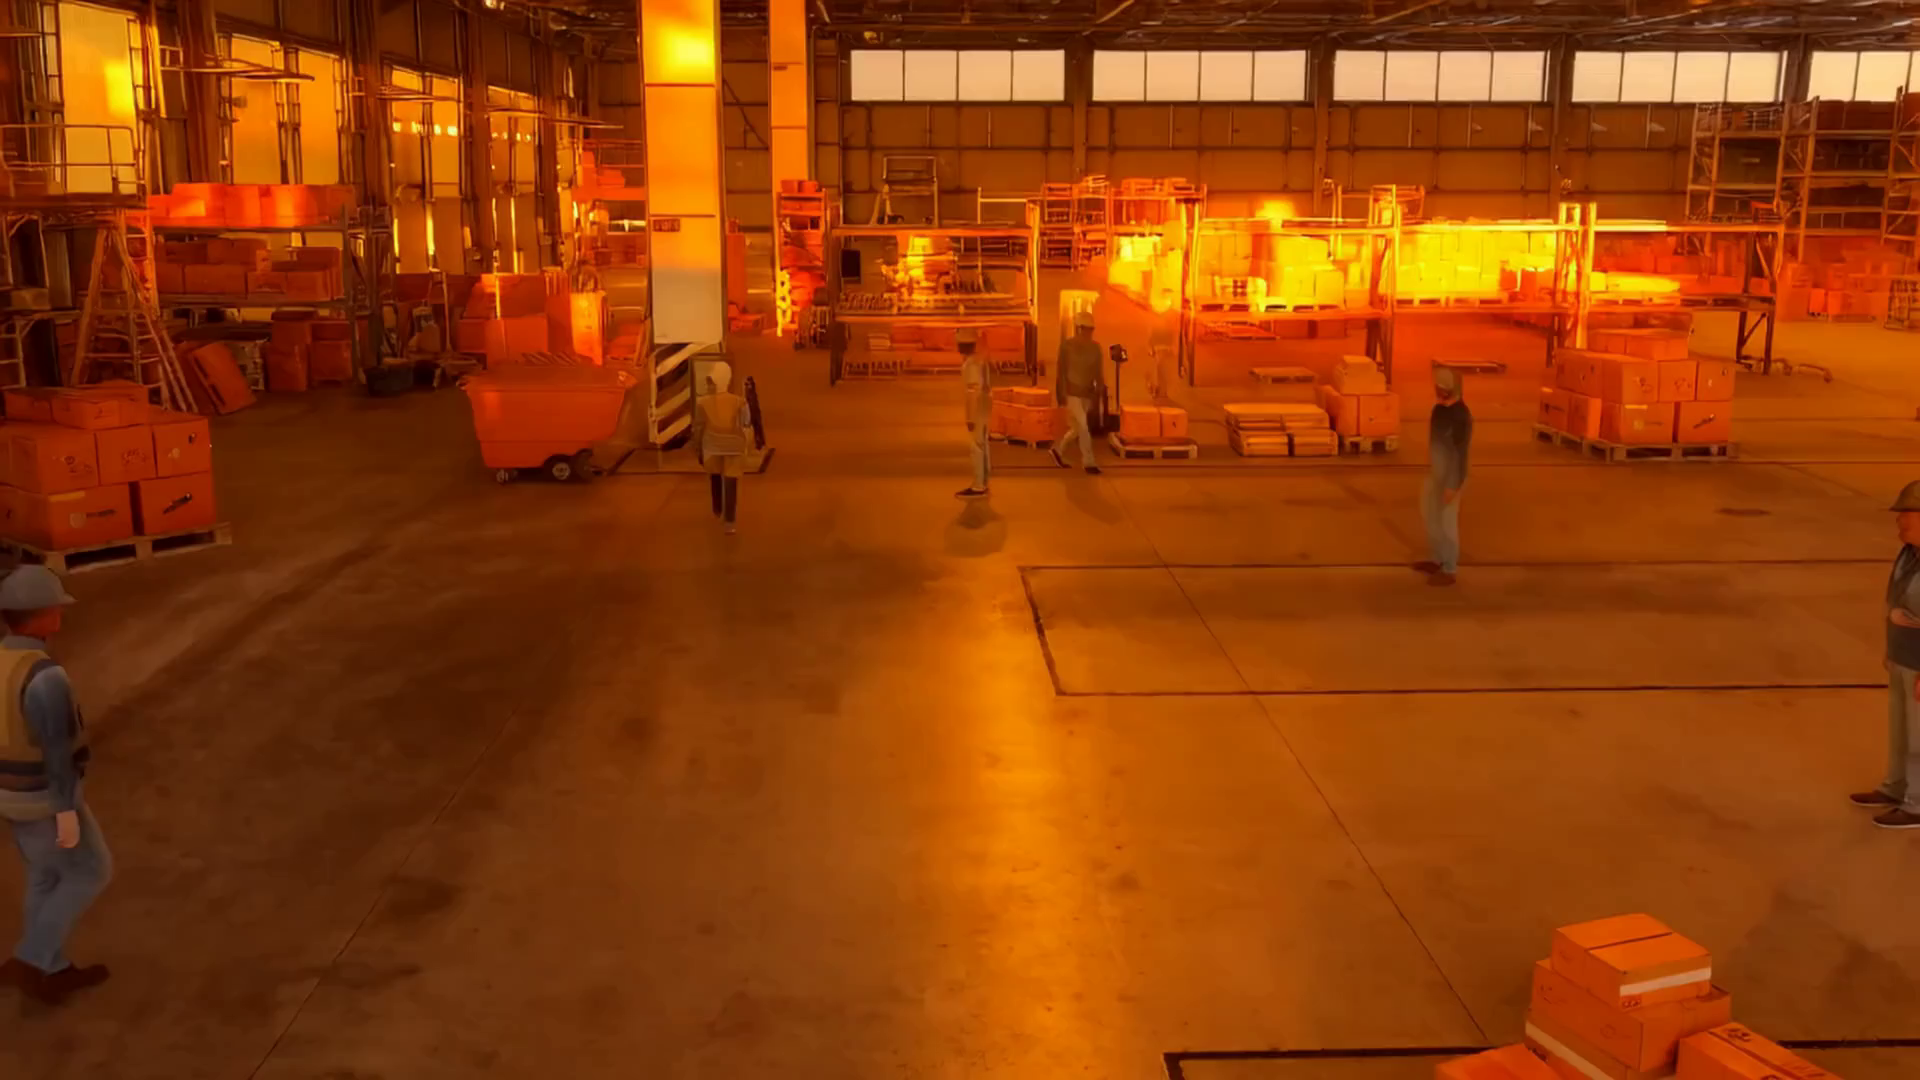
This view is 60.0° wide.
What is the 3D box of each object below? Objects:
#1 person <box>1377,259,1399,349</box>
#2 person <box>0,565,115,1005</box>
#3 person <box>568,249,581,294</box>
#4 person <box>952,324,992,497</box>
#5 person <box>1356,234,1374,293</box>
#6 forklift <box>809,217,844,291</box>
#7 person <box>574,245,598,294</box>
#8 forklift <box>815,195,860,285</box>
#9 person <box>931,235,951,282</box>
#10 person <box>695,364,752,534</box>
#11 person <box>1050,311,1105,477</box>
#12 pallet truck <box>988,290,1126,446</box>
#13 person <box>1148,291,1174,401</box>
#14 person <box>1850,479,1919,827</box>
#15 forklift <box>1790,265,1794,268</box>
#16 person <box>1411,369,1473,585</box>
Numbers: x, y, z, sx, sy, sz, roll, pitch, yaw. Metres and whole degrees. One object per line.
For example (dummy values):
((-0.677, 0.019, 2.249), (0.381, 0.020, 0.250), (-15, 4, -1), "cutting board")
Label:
((8.548, -4.722, 33.429), (0.522, 1.834, 0.618), (5, 13, 21), "person")
((-3.903, 1.062, 7.087), (0.625, 1.927, 0.458), (11, 16, 40), "person")
((-9.807, -6.700, 42.839), (0.505, 1.618, 0.705), (4, 13, 18), "person")
((0.129, -1.427, 18.368), (0.426, 1.914, 0.613), (3, 13, 15), "person")
((11.988, -8.235, 49.124), (0.621, 1.895, 0.537), (-2, 13, -9), "person")
((-4.375, -8.619, 48.637), (1.873, 2.768, 1.129), (0, 12, -2), "forklift")
((-8.779, -5.988, 39.075), (0.610, 1.861, 0.685), (-2, 13, -7), "person")
((-4.210, -9.443, 52.354), (1.873, 2.768, 1.129), (-7, 14, -28), "forklift")
((-0.570, -9.125, 53.147), (0.631, 1.910, 0.890), (5, 14, 23), "person")
((-2.344, -0.927, 16.661), (0.547, 1.667, 0.742), (0, 12, 2), "person")
((1.393, -1.776, 19.881), (0.615, 1.956, 0.990), (-9, 15, -35), "person")
((1.257, -2.299, 22.111), (1.885, 1.965, 0.823), (-9, 15, -35), "pallet truck")
((3.155, -3.027, 26.063), (0.512, 1.727, 0.375), (-9, 16, -36), "person")
((5.197, 0.618, 9.099), (0.387, 1.926, 0.591), (3, 13, 12), "person")
((31.510, -11.230, 60.422), (1.873, 2.768, 1.129), (0, 12, -2), "forklift")
((4.202, -0.539, 14.391), (0.344, 1.905, 0.723), (-1, 13, -4), "person")
